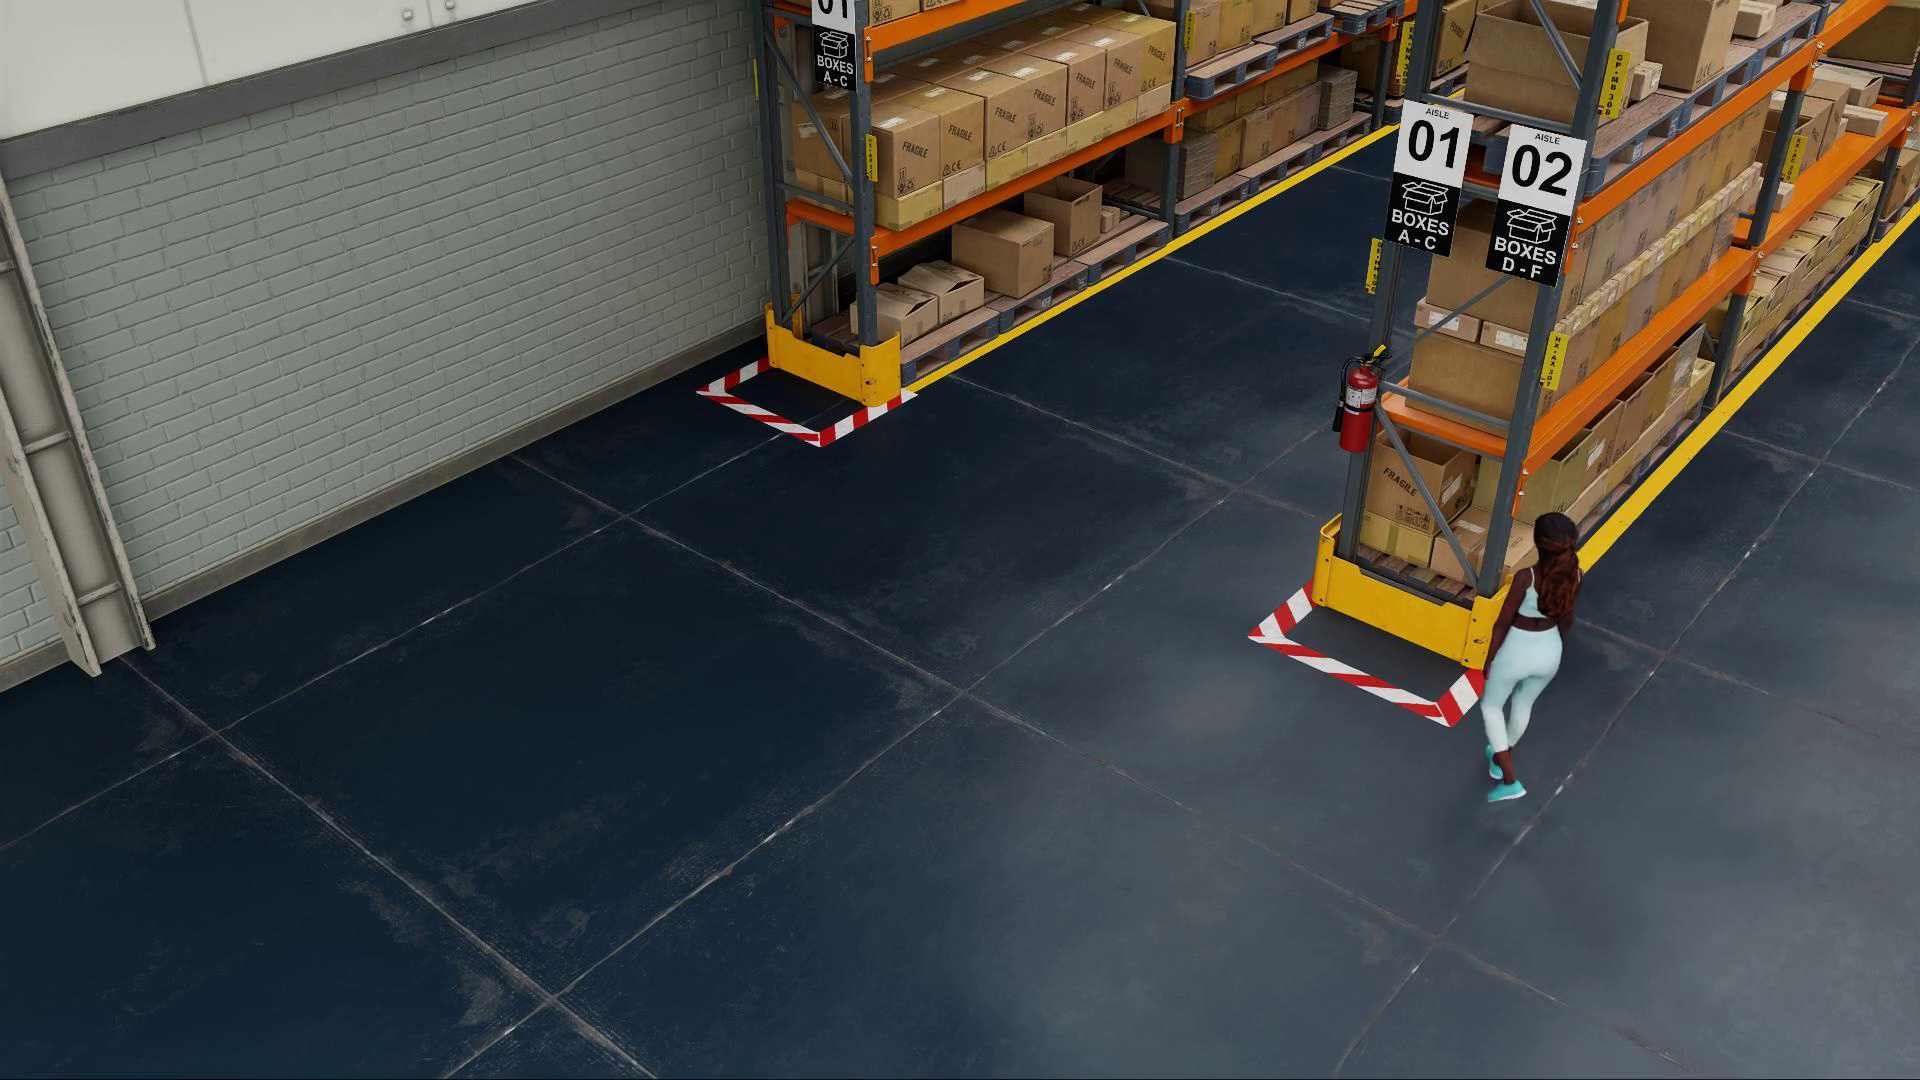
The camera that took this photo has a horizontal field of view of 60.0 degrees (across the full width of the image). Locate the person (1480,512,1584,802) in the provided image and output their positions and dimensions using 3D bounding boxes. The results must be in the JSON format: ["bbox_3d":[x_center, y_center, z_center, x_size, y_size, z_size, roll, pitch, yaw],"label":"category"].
[{"bbox_3d":[2.911,0.641,8.486,0.900,1.713,0.956,-3,33,-5],"label":"person"}]
